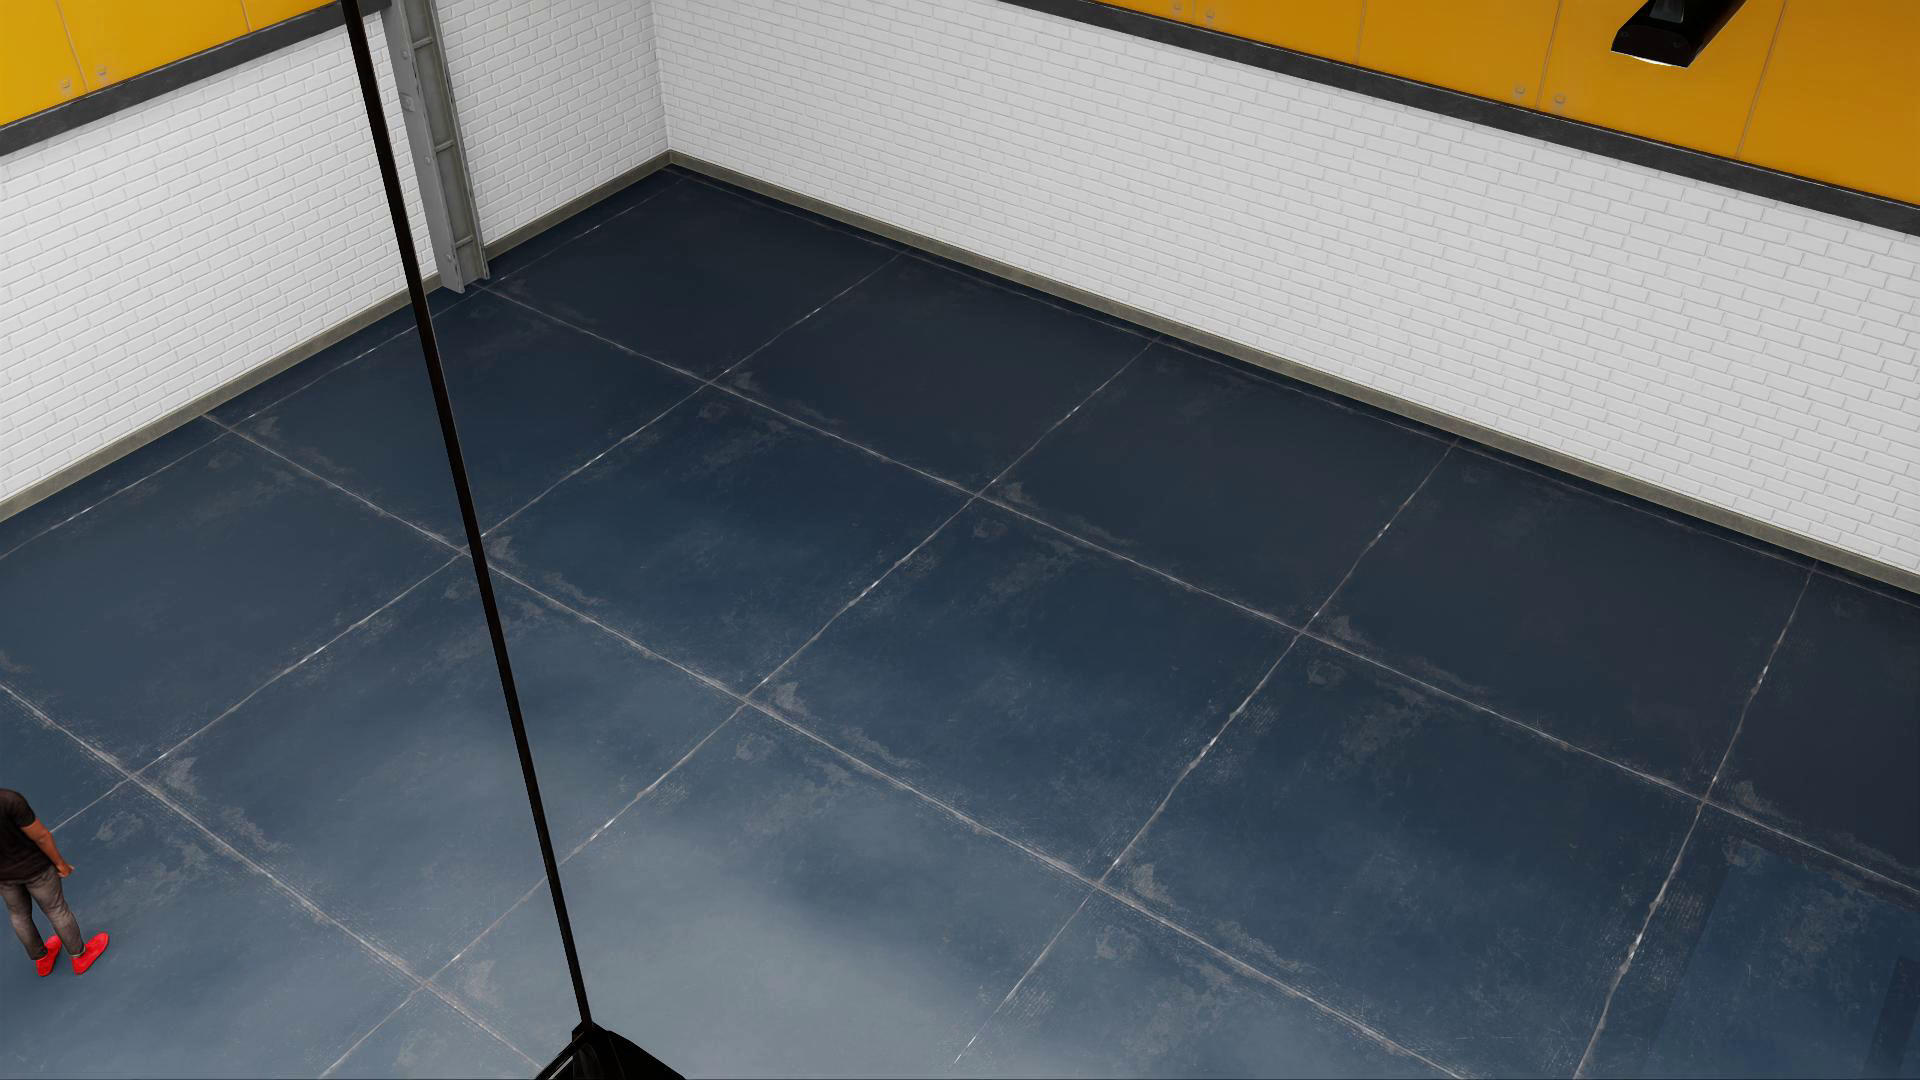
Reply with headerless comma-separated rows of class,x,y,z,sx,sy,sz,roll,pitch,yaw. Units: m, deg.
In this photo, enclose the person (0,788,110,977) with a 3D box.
person,-5.510,1.885,9.703,0.721,1.805,0.747,-2,39,-3
